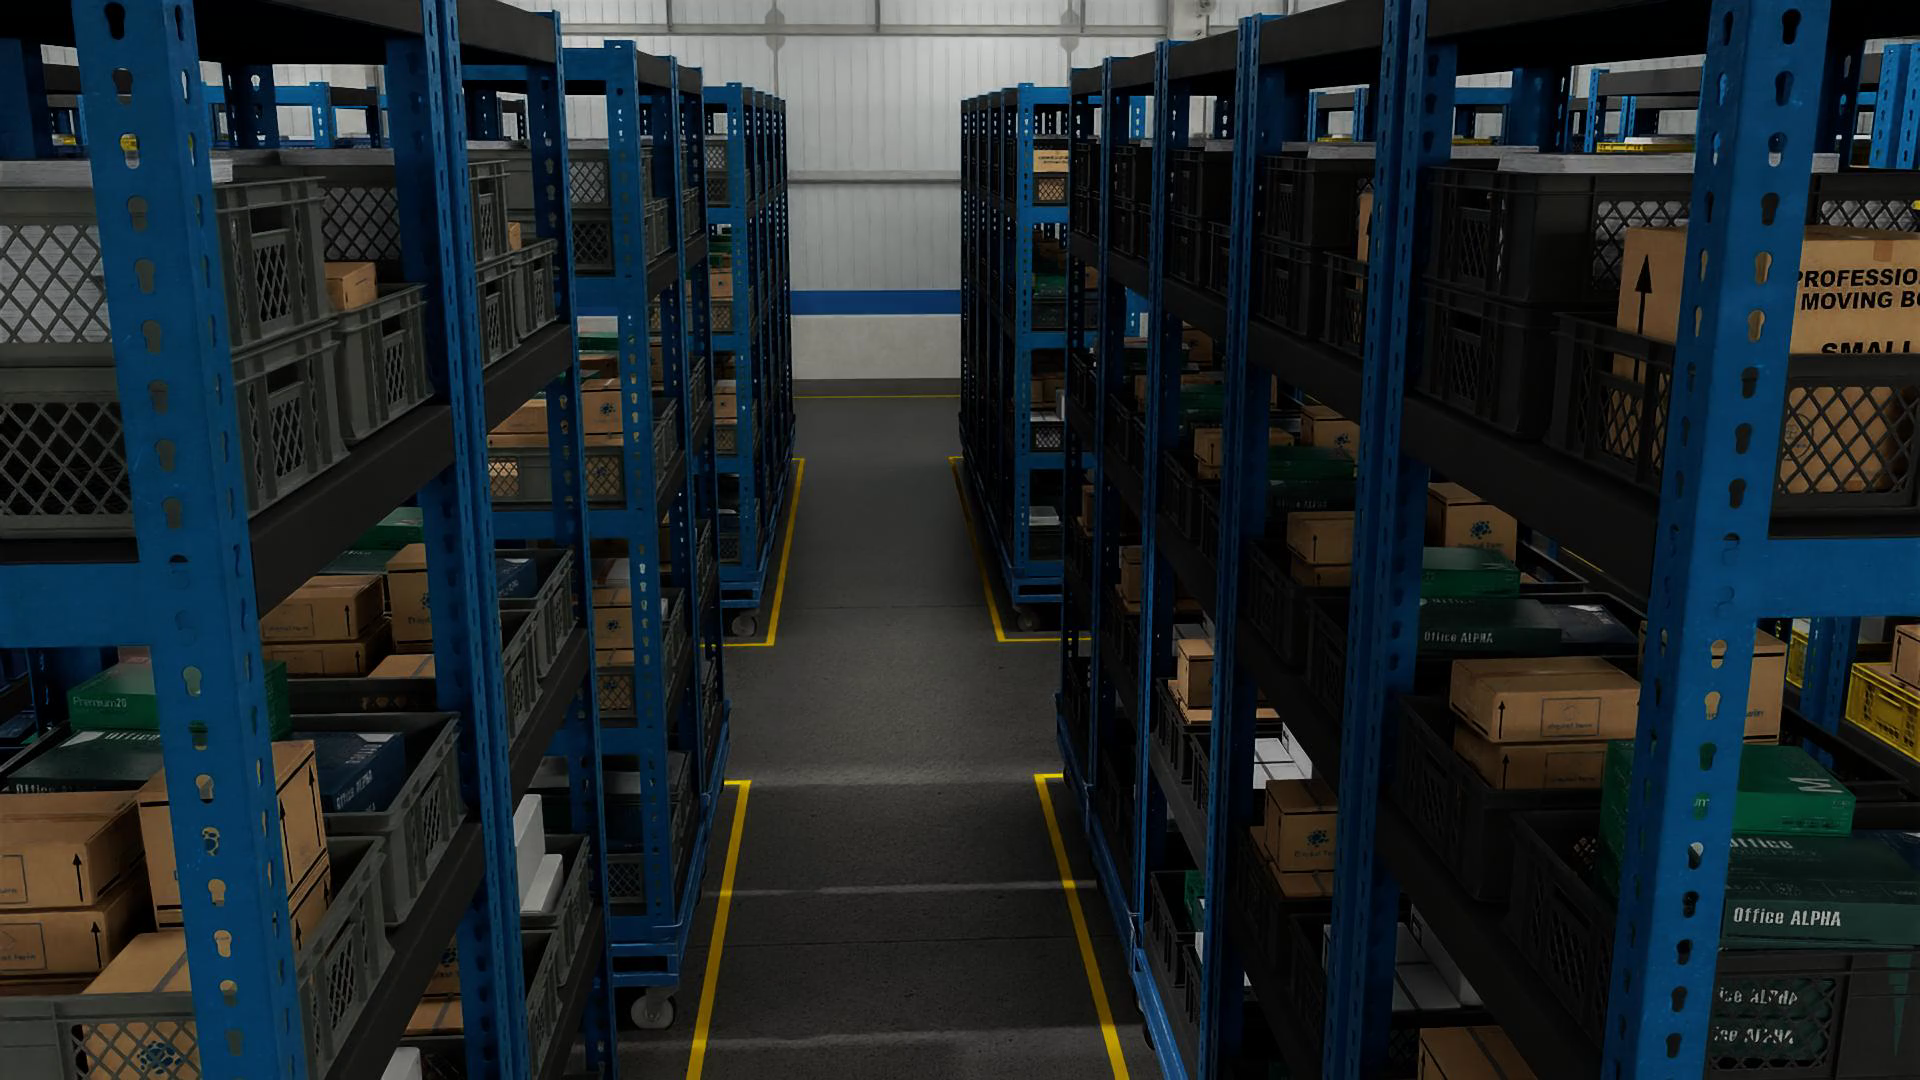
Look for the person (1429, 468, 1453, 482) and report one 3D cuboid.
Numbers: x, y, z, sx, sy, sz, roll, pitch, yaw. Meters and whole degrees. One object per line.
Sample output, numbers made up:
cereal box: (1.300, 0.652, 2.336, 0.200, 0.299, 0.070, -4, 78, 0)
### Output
person: (3.980, -0.923, 13.419, 0.611, 1.972, 0.640, 2, 14, 10)
